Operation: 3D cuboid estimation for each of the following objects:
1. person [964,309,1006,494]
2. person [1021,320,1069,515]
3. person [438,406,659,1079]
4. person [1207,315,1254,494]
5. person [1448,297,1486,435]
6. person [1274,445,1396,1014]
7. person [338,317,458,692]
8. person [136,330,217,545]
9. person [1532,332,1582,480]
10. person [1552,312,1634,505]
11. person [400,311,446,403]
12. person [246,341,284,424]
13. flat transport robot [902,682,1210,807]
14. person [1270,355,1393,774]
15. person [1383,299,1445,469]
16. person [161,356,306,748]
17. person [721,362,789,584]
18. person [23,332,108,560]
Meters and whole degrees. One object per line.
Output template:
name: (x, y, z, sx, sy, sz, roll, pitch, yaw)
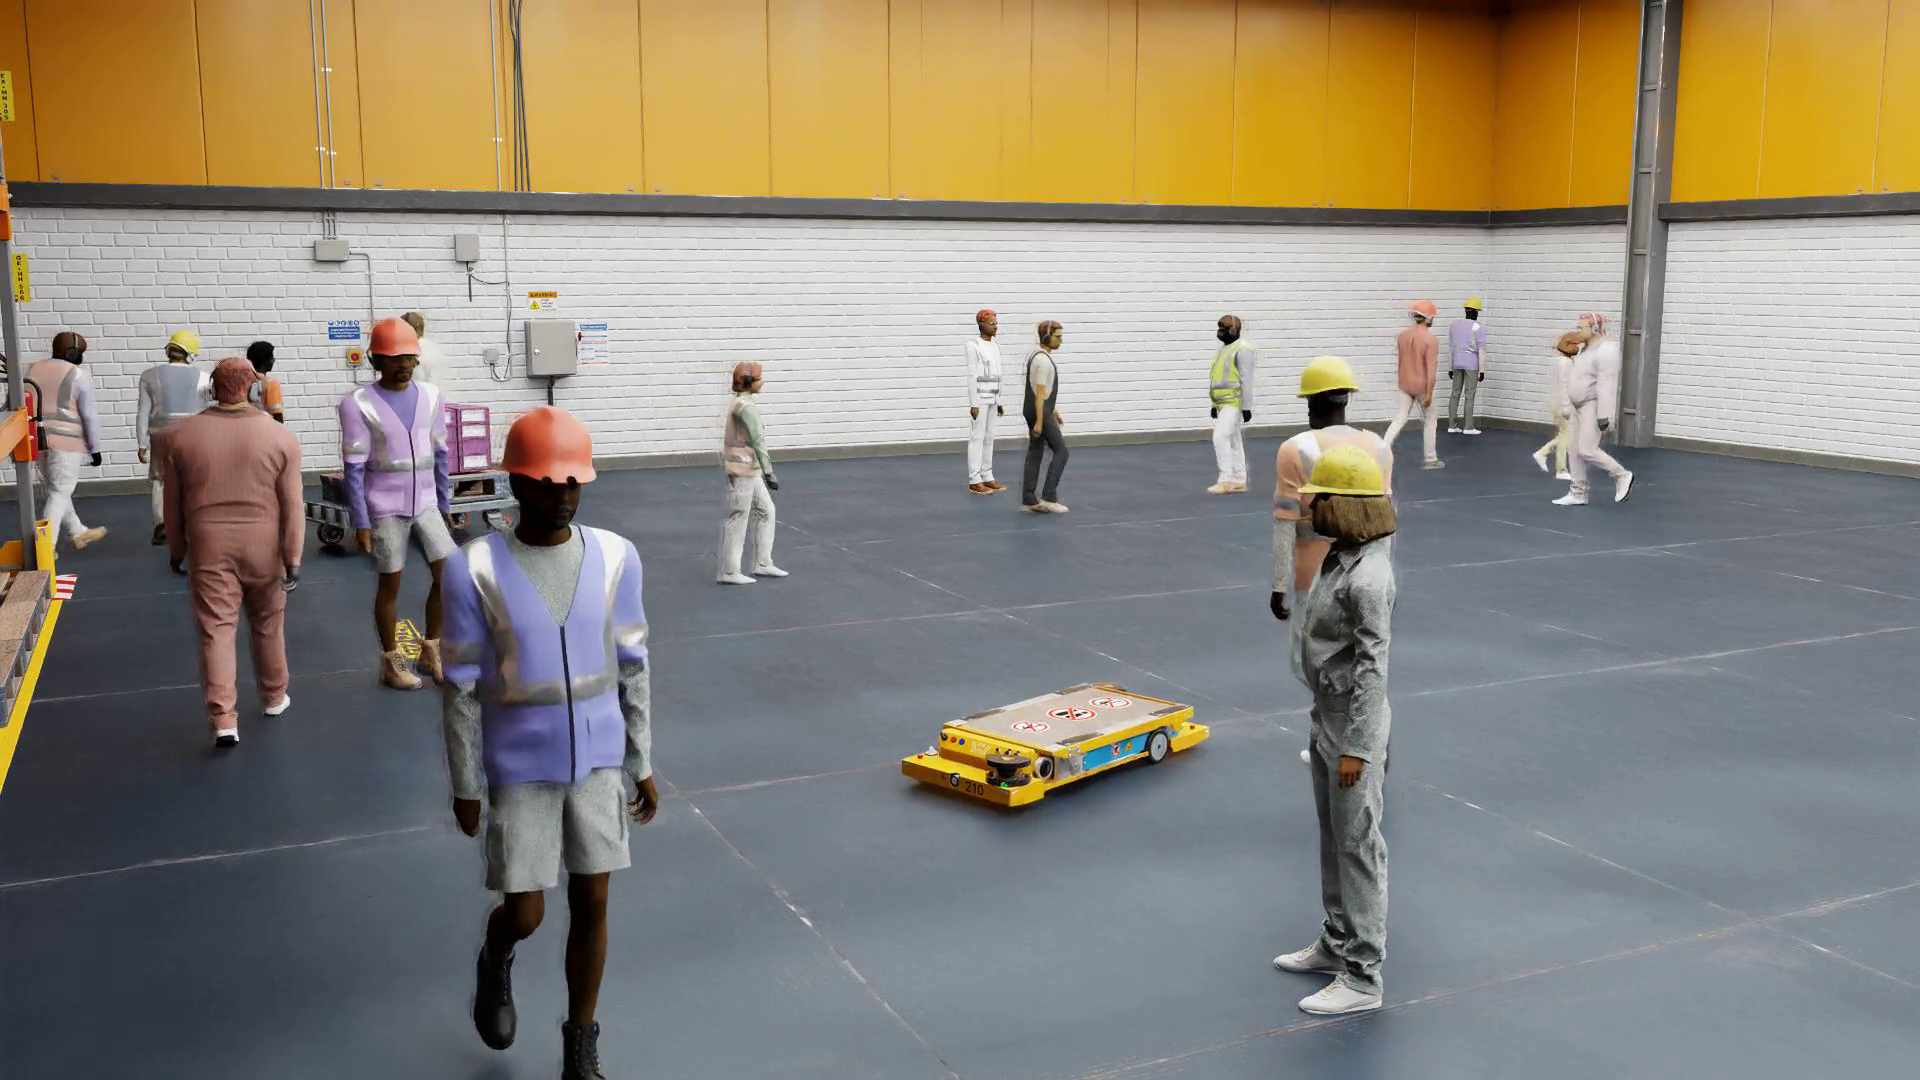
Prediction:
person: (0.266, -1.415, 17.055, 0.356, 1.882, 0.574, 5, 11, 29)
person: (0.827, -1.136, 15.528, 0.577, 1.822, 0.498, -2, 9, -10)
person: (-1.132, 0.582, 4.551, 0.547, 1.918, 0.566, -6, 11, -32)
person: (2.700, -1.375, 16.978, 0.658, 1.825, 0.651, -2, 9, -13)
person: (7.091, -2.429, 23.241, 0.388, 1.919, 0.585, -8, 12, -40)
person: (1.166, 0.577, 5.126, 0.295, 1.744, 0.489, 0, 9, -1)
person: (-2.949, -0.169, 8.879, 0.620, 2.020, 0.657, 8, 12, 42)
person: (-6.334, -0.795, 13.499, 0.616, 1.793, 0.416, -5, 10, -27)
person: (6.561, -1.461, 18.167, 0.433, 1.620, 0.505, 5, 10, 27)
person: (6.121, -1.249, 16.003, 0.632, 1.883, 0.657, 0, 9, 0)
person: (-4.882, -1.166, 15.422, 0.655, 1.915, 0.643, 0, 9, 0)
person: (-5.992, -0.862, 14.231, 0.542, 1.685, 0.489, 7, 11, 36)
flat transport robot: (0.467, 0.906, 7.635, 0.652, 0.197, 1.431, 9, 13, 43)
person: (1.682, 0.153, 7.281, 0.608, 1.897, 0.689, -5, 10, -27)
person: (5.155, -1.761, 18.963, 0.944, 1.963, 0.605, -6, 11, -35)
person: (-3.522, 0.042, 8.097, 0.648, 1.864, 0.982, -3, 10, -18)
person: (-1.465, -0.476, 12.044, 0.626, 1.616, 0.518, -2, 9, -10)
person: (-7.104, -0.745, 13.195, 0.708, 1.791, 0.830, 2, 9, 12)
